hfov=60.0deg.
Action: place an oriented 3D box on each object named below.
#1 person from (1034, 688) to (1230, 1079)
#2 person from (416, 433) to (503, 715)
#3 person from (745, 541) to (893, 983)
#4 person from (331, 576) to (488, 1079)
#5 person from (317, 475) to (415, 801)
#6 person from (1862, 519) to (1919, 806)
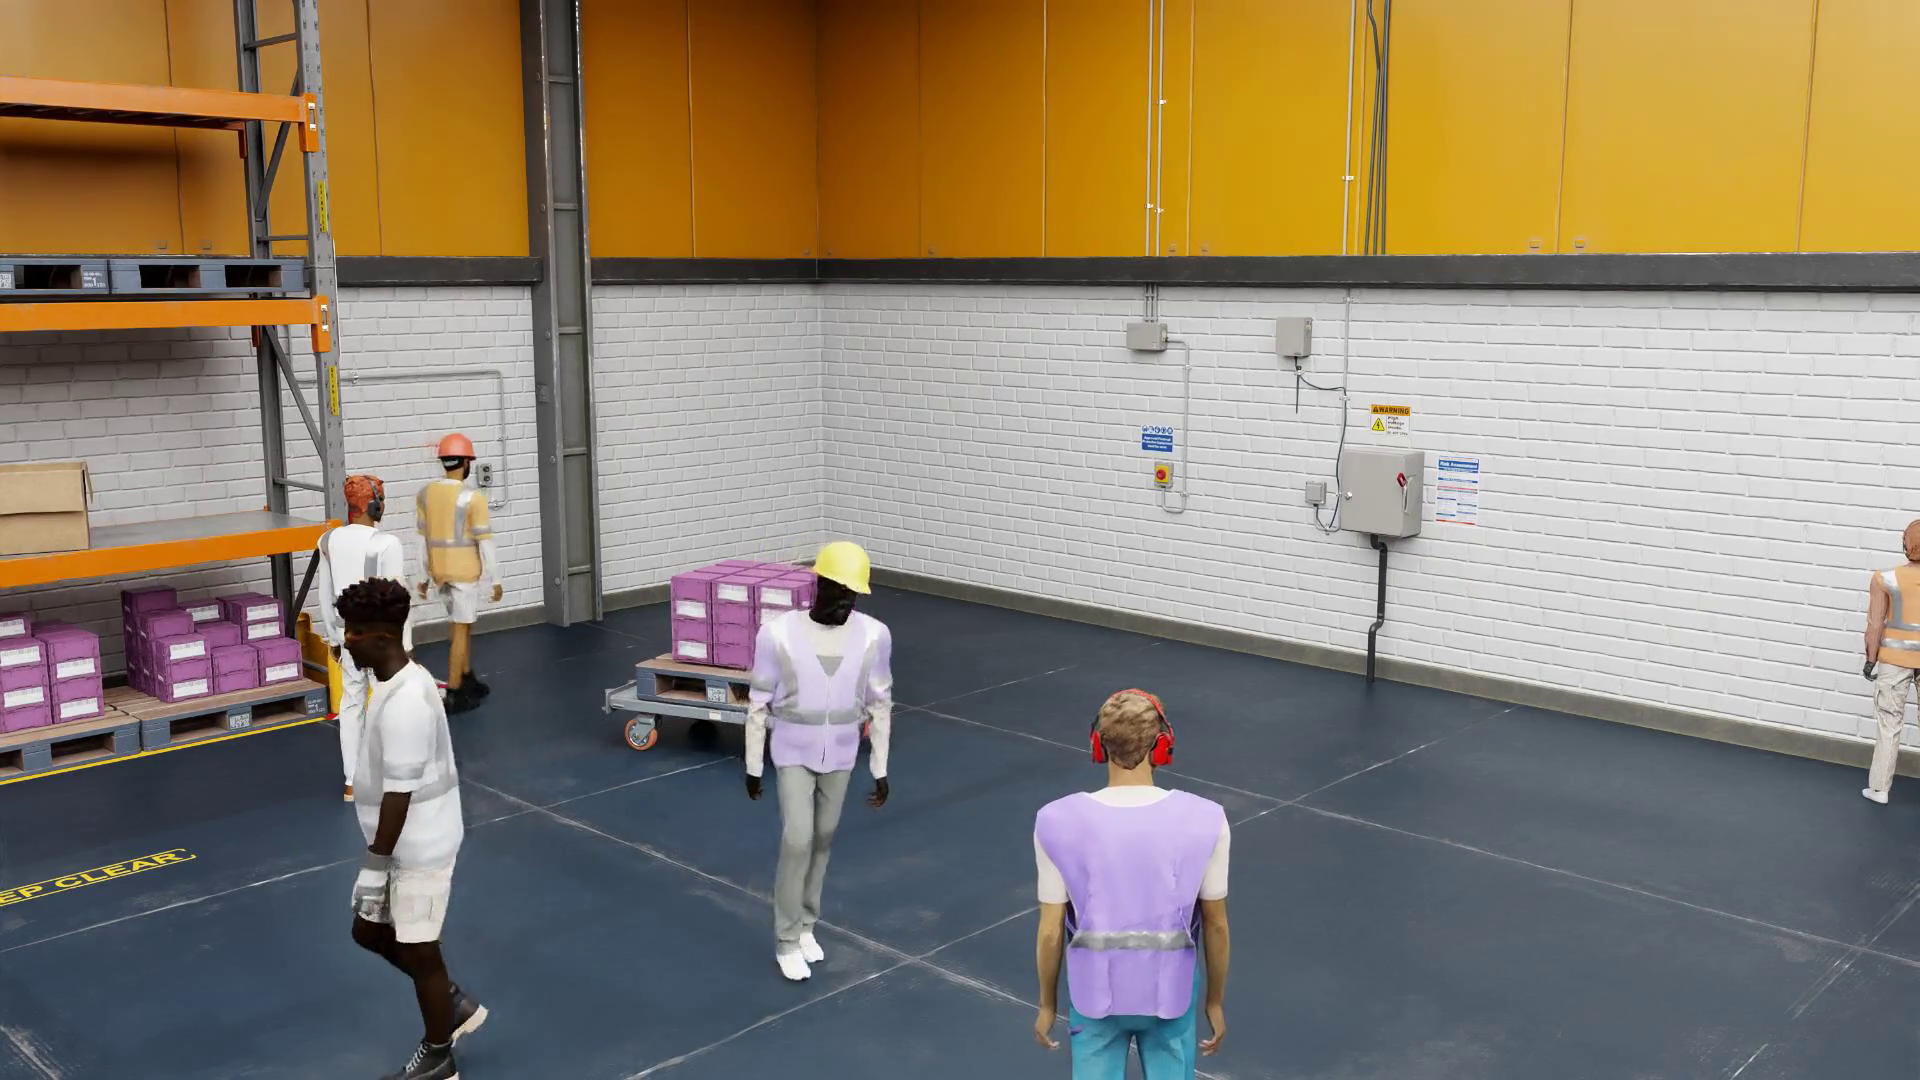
[{"bbox_3d":[0.493,1.344,4.803,0.563,1.837,0.388,0,9,2],"label":"person"},{"bbox_3d":[-3.401,0.219,11.486,0.582,1.903,0.736,4,10,23],"label":"person"},{"bbox_3d":[-0.598,0.935,7.156,0.622,1.887,0.609,-4,10,-22],"label":"person"},{"bbox_3d":[-2.037,1.093,6.033,0.443,1.944,0.603,-4,10,-25],"label":"person"},{"bbox_3d":[-3.344,0.566,9.432,0.587,1.882,0.341,4,10,22],"label":"person"},{"bbox_3d":[5.359,0.701,9.351,0.514,1.641,0.307,3,10,17],"label":"person"}]
